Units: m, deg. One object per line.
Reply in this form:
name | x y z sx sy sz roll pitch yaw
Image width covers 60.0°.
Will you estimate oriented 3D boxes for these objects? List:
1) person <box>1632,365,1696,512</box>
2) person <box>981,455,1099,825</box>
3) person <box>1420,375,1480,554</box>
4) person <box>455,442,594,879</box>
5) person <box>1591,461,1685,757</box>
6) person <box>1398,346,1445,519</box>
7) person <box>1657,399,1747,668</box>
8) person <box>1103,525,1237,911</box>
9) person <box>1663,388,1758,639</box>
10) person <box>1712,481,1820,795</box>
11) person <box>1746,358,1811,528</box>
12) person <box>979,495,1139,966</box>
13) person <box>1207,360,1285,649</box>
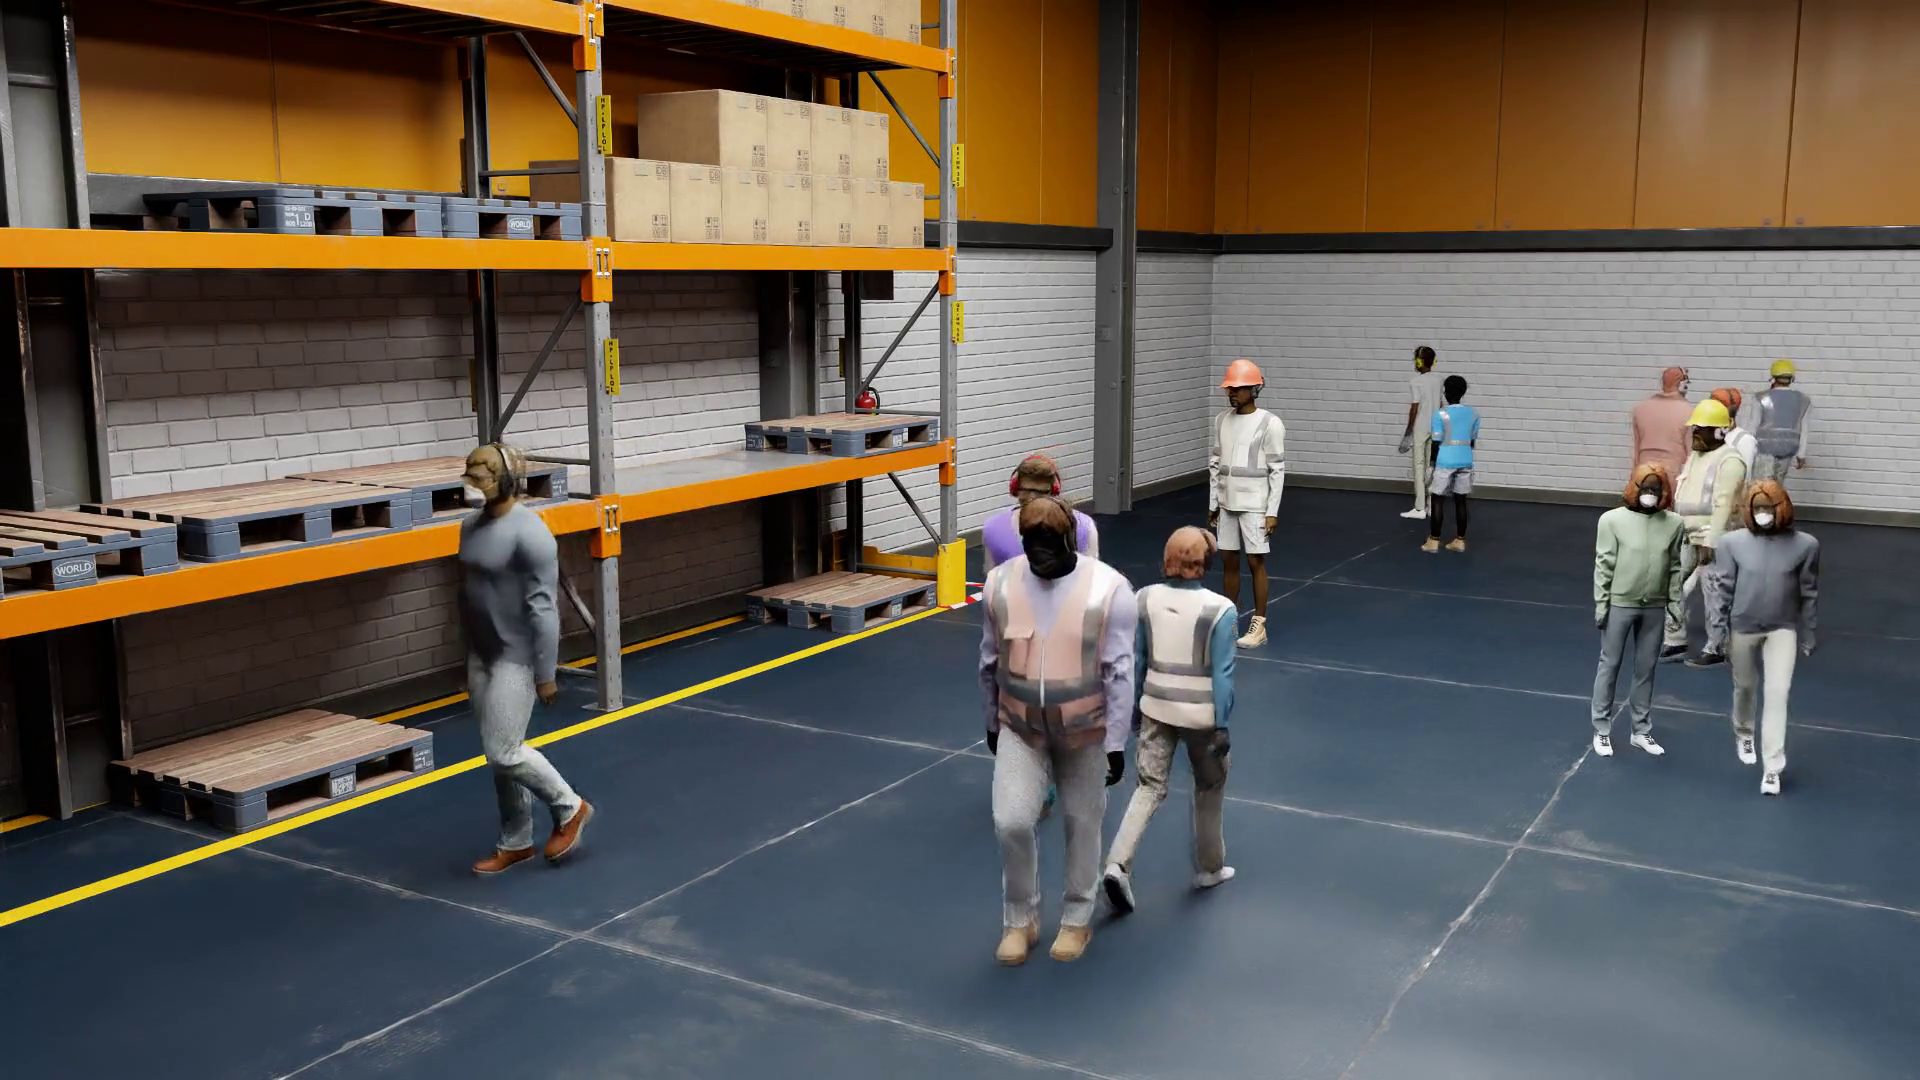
person | 5.918 -0.511 13.894 0.422 1.893 0.645 -6 11 -34
person | 0.394 0.475 8.025 0.584 1.794 0.579 3 10 19
person | 4.644 -0.705 15.743 0.574 1.687 0.351 -3 10 -21
person | -1.966 0.527 7.274 0.474 1.928 0.625 -9 12 -43
person | 3.721 0.377 9.135 0.497 1.633 0.279 -1 9 -4
person | 5.011 -1.157 18.001 0.605 1.862 0.355 -6 11 -32
person | 4.903 -0.026 11.084 0.611 1.809 0.600 -1 9 -9
person | 0.888 0.742 6.957 0.522 1.607 0.776 7 11 37
person | 5.371 -0.166 11.892 1.011 1.825 0.586 -1 9 -5
person | 4.209 0.470 8.718 0.507 1.583 0.868 4 10 24
person | 8.198 -0.917 16.674 0.600 1.806 0.772 0 9 0
person | 0.349 0.735 6.312 0.644 1.819 0.572 3 10 17
person | 1.992 -0.253 11.793 0.377 2.041 0.616 -8 12 -40
